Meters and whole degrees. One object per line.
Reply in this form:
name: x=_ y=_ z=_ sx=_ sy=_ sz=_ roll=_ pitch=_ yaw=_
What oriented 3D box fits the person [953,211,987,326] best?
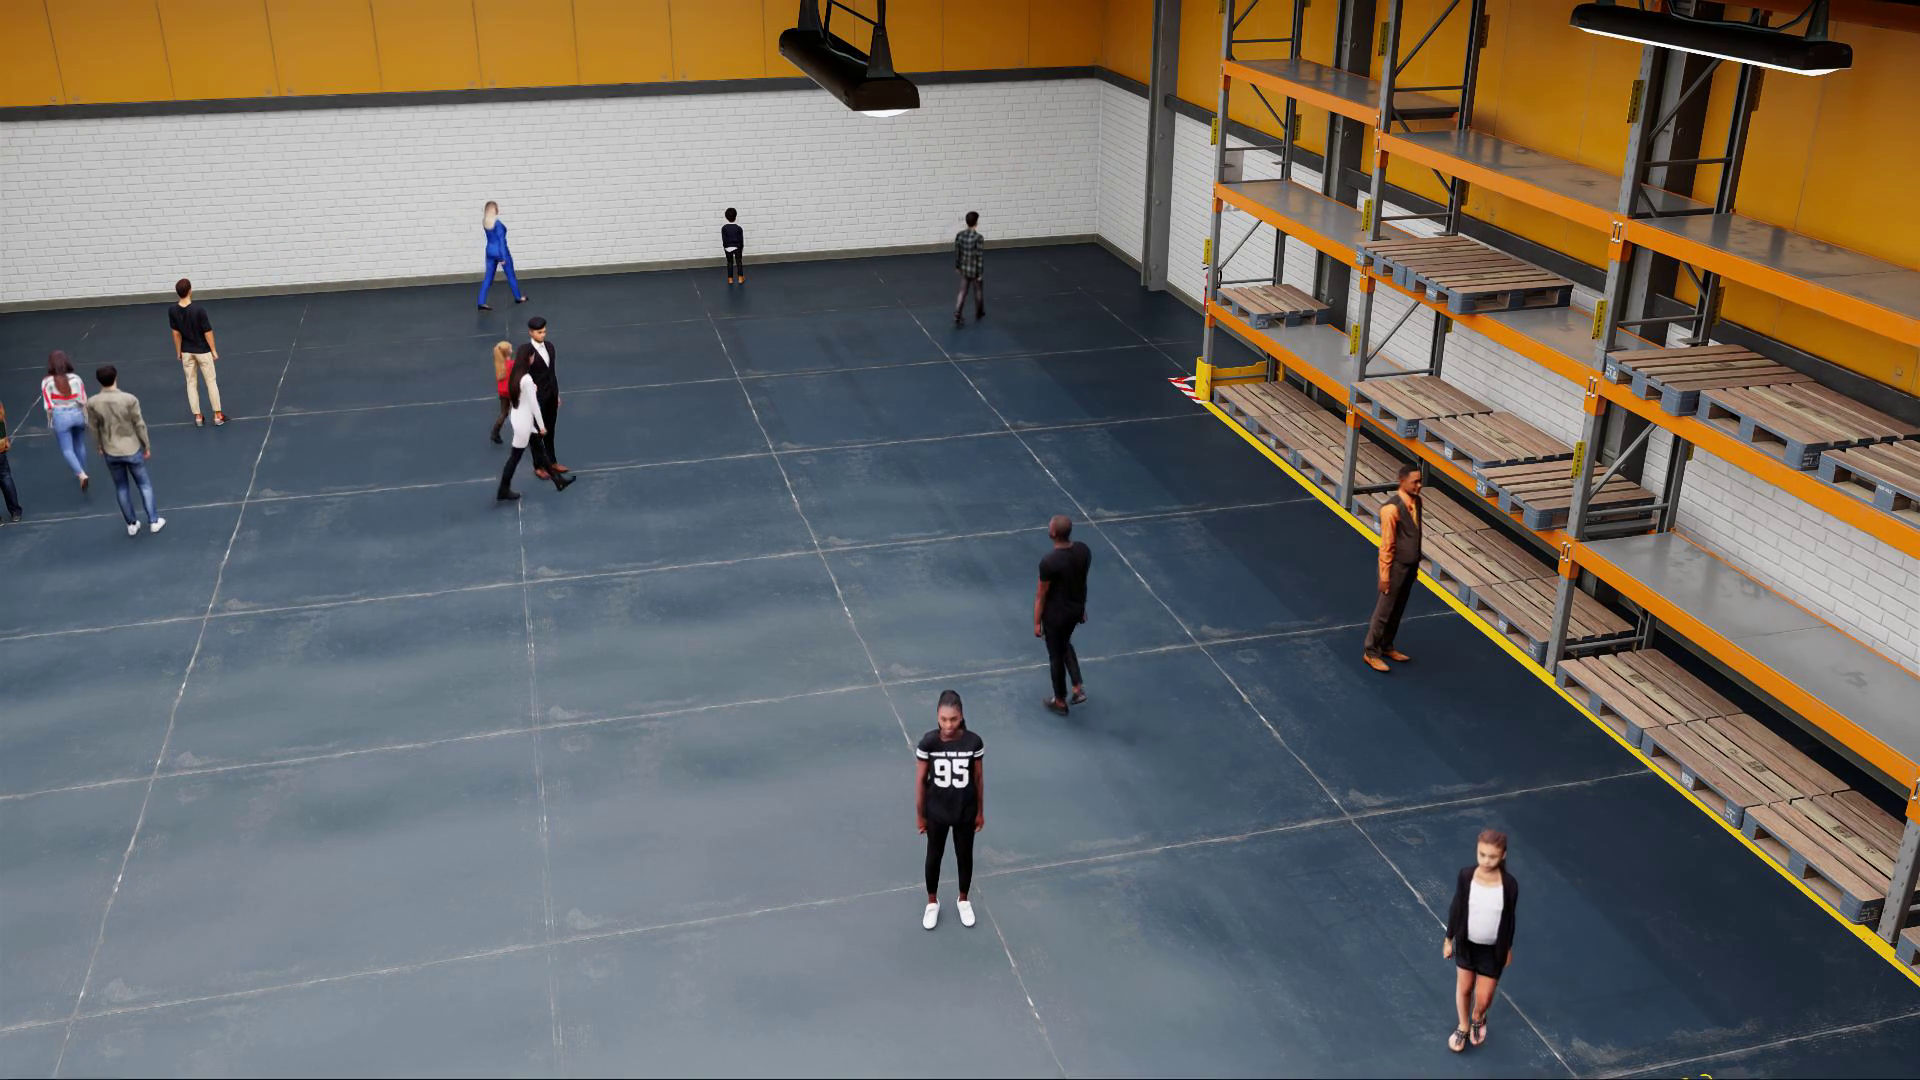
person: x=0.102 y=-4.017 z=24.729 sx=1.117 sy=1.691 sz=1.185 roll=11 pitch=26 yaw=24

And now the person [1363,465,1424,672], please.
person: x=3.857 y=0.224 z=14.699 sx=0.799 sy=1.906 sz=0.796 roll=-21 pitch=31 yaw=-39

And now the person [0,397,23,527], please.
person: x=-10.373 y=-1.032 z=17.695 sx=0.848 sy=1.808 sz=0.819 roll=20 pitch=30 yaw=38

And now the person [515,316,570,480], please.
person: x=-4.793 y=-1.649 z=19.015 sx=0.798 sy=1.882 sz=0.753 roll=15 pitch=28 yaw=30

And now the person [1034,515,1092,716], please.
person: x=0.909 y=0.664 z=13.813 sx=0.819 sy=1.811 sz=0.862 roll=-17 pitch=29 yaw=-34

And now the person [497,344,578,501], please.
person: x=-4.872 y=-1.221 z=18.205 sx=0.855 sy=1.746 sz=1.131 roll=-13 pitch=27 yaw=-28

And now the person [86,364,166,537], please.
person: x=-8.761 y=-0.917 z=17.364 sx=0.700 sy=1.864 sz=0.627 roll=-6 pitch=24 yaw=-13

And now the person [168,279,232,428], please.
person: x=-9.455 y=-2.323 z=20.585 sx=0.672 sy=1.860 sz=0.587 roll=-2 pitch=24 yaw=-3

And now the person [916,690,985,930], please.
person: x=-0.062 y=1.827 z=11.256 sx=0.655 sy=1.729 sz=0.612 roll=-2 pitch=24 yaw=-5

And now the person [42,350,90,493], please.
person: x=-9.953 y=-1.311 z=18.604 sx=0.871 sy=1.592 sz=1.081 roll=-19 pitch=30 yaw=-37

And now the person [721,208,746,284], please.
person: x=-3.684 y=-4.794 z=27.028 sx=0.548 sy=1.227 sz=0.562 roll=-1 pitch=24 yaw=-1

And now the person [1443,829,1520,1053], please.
person: x=3.192 y=2.410 z=10.152 sx=0.679 sy=1.544 sz=0.737 roll=11 pitch=26 yaw=24

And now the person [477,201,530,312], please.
person: x=-7.117 y=-4.272 z=25.302 sx=1.173 sy=1.653 sz=1.172 roll=16 pitch=28 yaw=33
